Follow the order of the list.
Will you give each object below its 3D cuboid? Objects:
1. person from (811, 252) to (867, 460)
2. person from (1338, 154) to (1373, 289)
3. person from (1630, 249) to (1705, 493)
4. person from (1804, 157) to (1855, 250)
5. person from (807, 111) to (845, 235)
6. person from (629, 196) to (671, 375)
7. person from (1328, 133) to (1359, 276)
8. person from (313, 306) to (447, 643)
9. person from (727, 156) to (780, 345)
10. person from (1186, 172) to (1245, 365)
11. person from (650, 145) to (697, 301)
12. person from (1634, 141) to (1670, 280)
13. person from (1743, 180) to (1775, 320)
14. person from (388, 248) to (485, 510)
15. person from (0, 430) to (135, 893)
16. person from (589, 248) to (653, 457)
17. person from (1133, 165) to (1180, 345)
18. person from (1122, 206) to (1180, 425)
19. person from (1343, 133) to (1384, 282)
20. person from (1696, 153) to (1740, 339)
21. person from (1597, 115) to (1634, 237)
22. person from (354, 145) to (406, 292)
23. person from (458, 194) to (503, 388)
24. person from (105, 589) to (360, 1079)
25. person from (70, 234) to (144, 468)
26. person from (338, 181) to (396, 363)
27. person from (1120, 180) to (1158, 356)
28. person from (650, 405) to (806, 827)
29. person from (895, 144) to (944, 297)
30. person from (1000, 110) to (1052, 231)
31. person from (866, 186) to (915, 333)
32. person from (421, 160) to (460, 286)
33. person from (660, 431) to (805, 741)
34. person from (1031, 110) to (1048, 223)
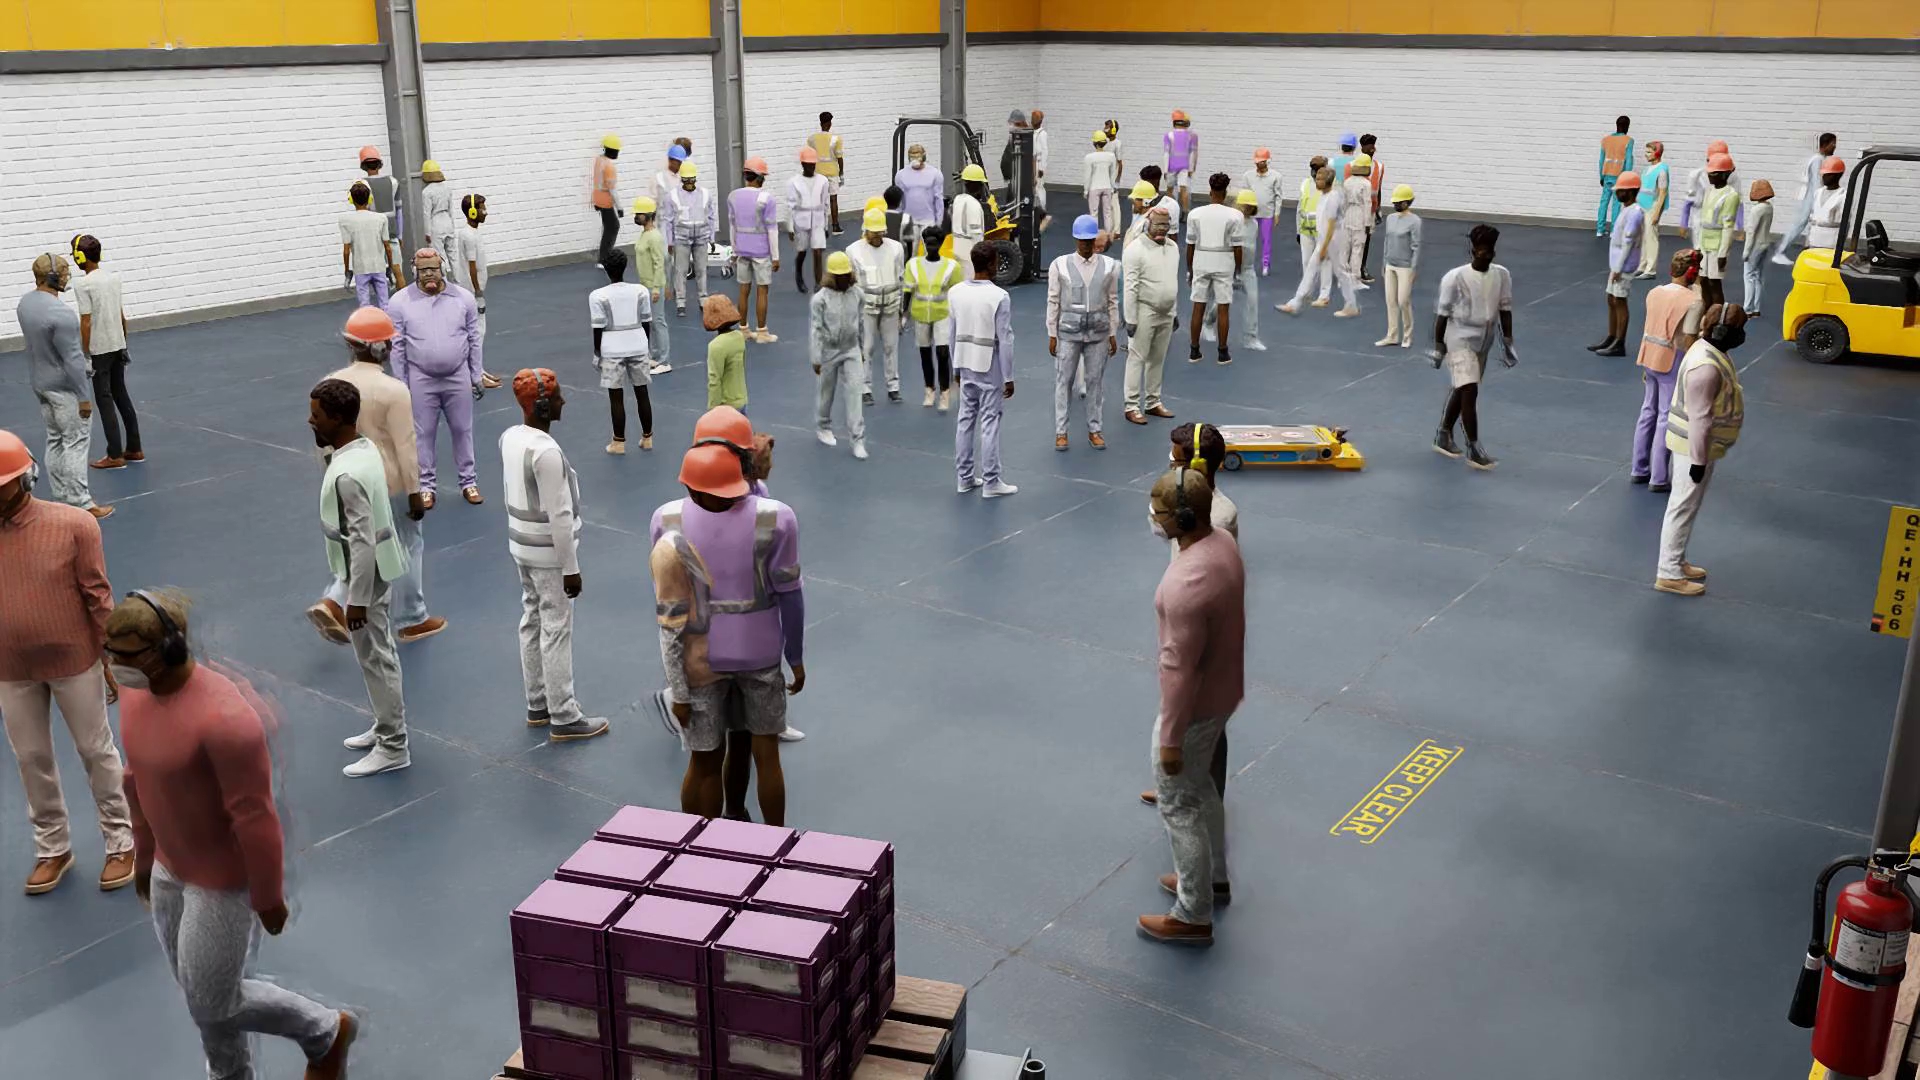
[{"bbox_3d":[-1.005,-1.546,13.673,0.498,1.682,0.853,-8,19,-23],"label":"person"},{"bbox_3d":[5.204,-4.167,21.772,0.320,1.742,0.492,-10,20,-29],"label":"person"},{"bbox_3d":[5.337,-1.272,12.569,0.392,1.836,0.560,-4,18,-13],"label":"person"},{"bbox_3d":[9.906,-3.408,19.085,0.379,1.937,0.547,-5,18,-16],"label":"person"},{"bbox_3d":[-2.169,-5.943,26.966,0.612,1.963,0.363,4,18,11],"label":"person"},{"bbox_3d":[-3.113,-2.547,16.668,0.310,1.768,0.533,-9,20,-25],"label":"person"},{"bbox_3d":[5.255,-4.545,22.674,0.699,1.934,0.443,9,20,25],"label":"person"},{"bbox_3d":[-3.311,-0.324,9.377,0.621,1.975,0.695,11,21,31],"label":"person"},{"bbox_3d":[-2.220,-3.145,18.117,0.611,2.032,0.411,10,20,27],"label":"person"},{"bbox_3d":[2.613,-2.785,17.107,0.607,1.957,0.375,7,19,21],"label":"person"},{"bbox_3d":[-3.556,-3.966,20.839,0.633,1.924,0.502,-8,19,-23],"label":"person"},{"bbox_3d":[9.364,-4.451,22.498,0.373,1.840,0.572,1,18,2],"label":"person"},{"bbox_3d":[9.389,-3.422,19.635,0.505,1.628,0.278,-16,24,-41],"label":"person"},{"bbox_3d":[-3.805,-1.176,12.153,0.651,1.907,0.409,-7,19,-22],"label":"person"},{"bbox_3d":[-3.754,0.504,6.786,0.626,1.980,0.408,-4,18,-11],"label":"person"},{"bbox_3d":[-2.756,-1.528,13.598,0.531,1.692,0.322,-11,21,-31],"label":"person"},{"bbox_3d":[2.091,-3.073,18.011,0.386,1.953,0.618,-17,24,-42],"label":"person"},{"bbox_3d":[1.715,-1.985,14.689,0.645,1.903,0.400,-15,23,-38],"label":"person"},{"bbox_3d":[5.374,-4.419,22.198,0.603,1.967,0.366,-6,19,-18],"label":"person"},{"bbox_3d":[8.337,-3.258,18.465,0.410,2.035,0.610,0,18,-1],"label":"person"},{"bbox_3d":[10.511,-5.828,26.694,0.391,1.913,0.588,-11,21,-31],"label":"person"},{"bbox_3d":[-6.752,-3.541,19.333,0.394,2.040,0.609,13,22,35],"label":"person"},{"bbox_3d":[-4.658,-2.399,16.058,0.322,1.862,0.512,-5,18,-15],"label":"person"},{"bbox_3d":[-2.325,1.027,5.243,0.625,1.919,0.516,14,23,38],"label":"person"},{"bbox_3d":[-6.820,-1.493,13.235,0.343,1.857,0.527,3,18,9],"label":"person"},{"bbox_3d":[-6.064,-2.728,17.063,0.520,1.874,0.327,-9,20,-26],"label":"person"},{"bbox_3d":[1.906,-2.857,17.526,0.404,1.835,0.590,-2,18,-5],"label":"person"},{"bbox_3d":[-0.933,0.451,6.858,0.605,2.034,0.394,0,18,1],"label":"person"},{"bbox_3d":[-0.519,-4.040,21.081,0.641,1.927,0.381,3,18,11],"label":"person"},{"bbox_3d":[1.048,-6.020,27.086,0.959,2.000,0.679,-3,18,-10],"label":"person"},{"bbox_3d":[-0.776,-3.098,18.539,0.544,1.669,0.559,-1,18,-2],"label":"person"},{"bbox_3d":[-6.593,-3.918,21.014,0.320,1.737,0.487,10,20,28],"label":"person"},{"bbox_3d":[-1.135,0.243,8.176,0.639,1.617,0.523,5,18,14],"label":"person"},{"bbox_3d":[1.309,-6.403,28.537,0.347,1.884,0.584,-6,19,-18],"label":"person"}]
